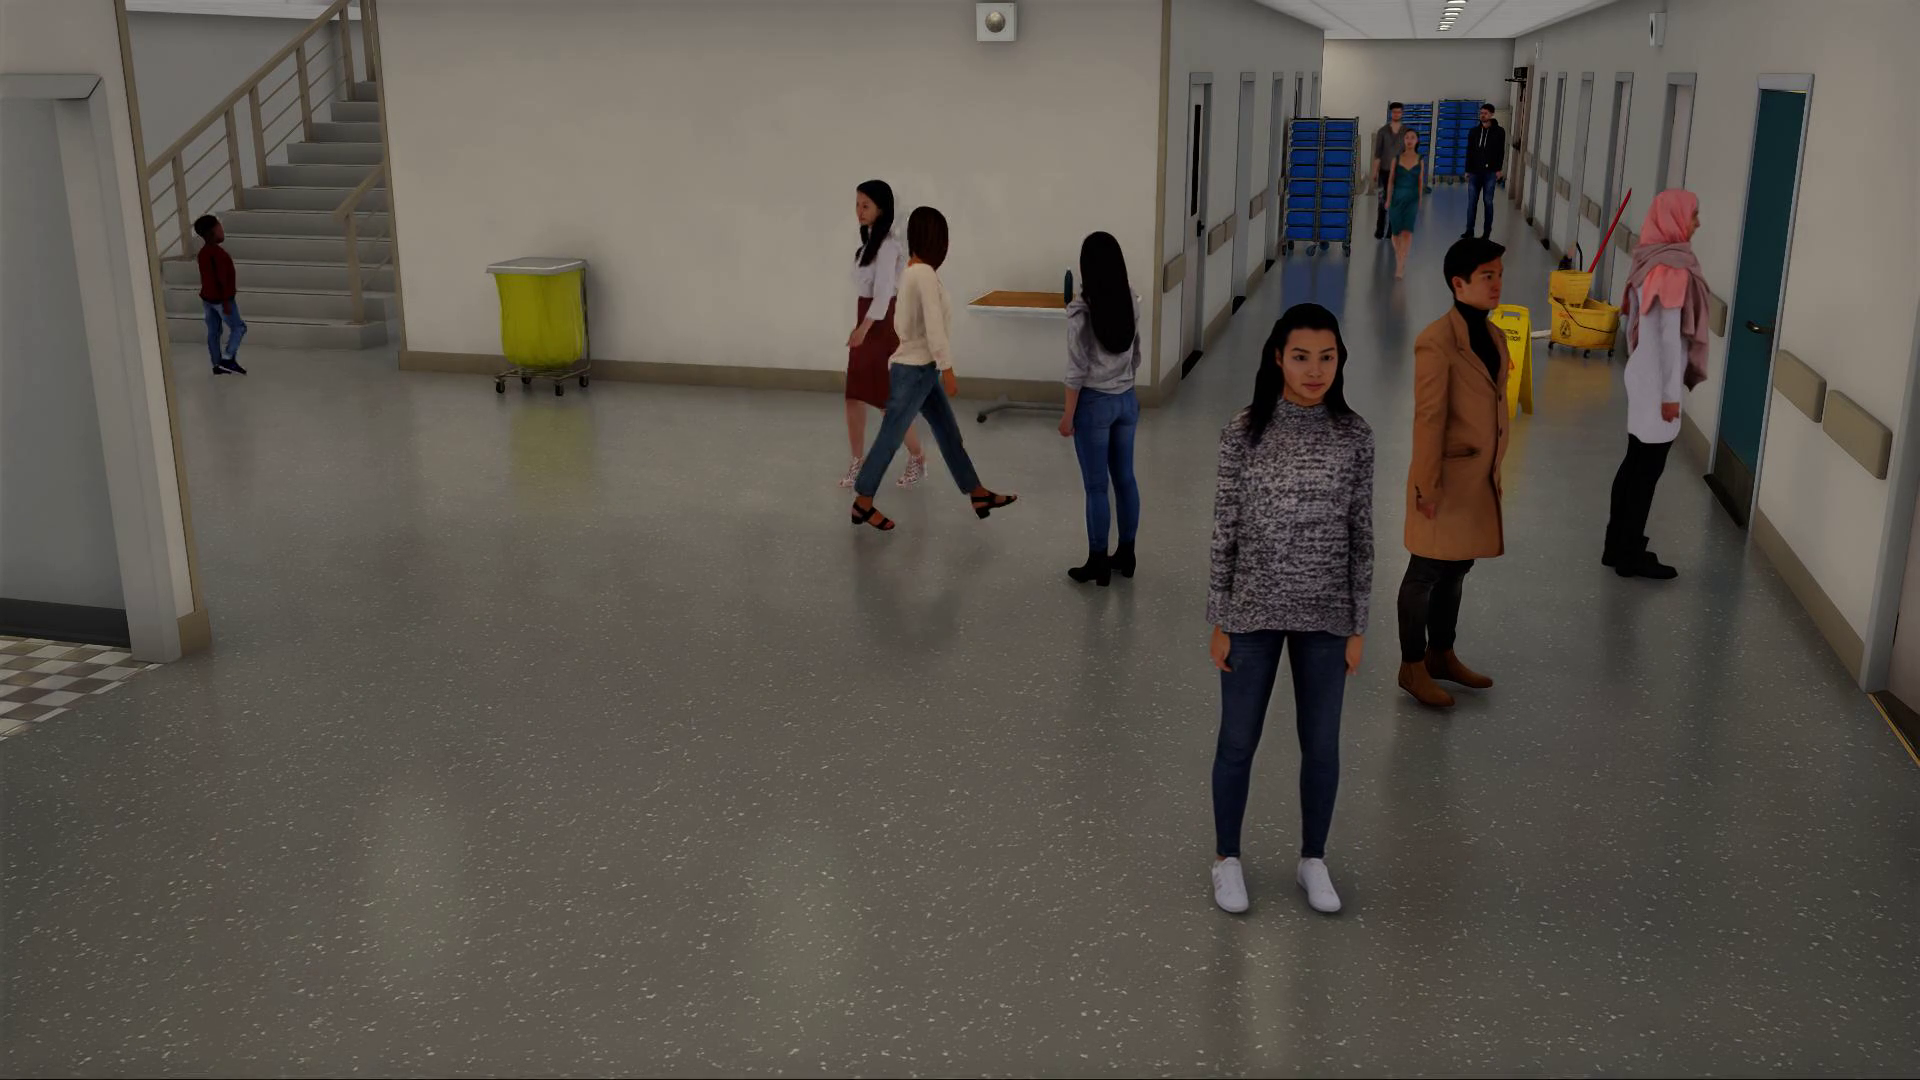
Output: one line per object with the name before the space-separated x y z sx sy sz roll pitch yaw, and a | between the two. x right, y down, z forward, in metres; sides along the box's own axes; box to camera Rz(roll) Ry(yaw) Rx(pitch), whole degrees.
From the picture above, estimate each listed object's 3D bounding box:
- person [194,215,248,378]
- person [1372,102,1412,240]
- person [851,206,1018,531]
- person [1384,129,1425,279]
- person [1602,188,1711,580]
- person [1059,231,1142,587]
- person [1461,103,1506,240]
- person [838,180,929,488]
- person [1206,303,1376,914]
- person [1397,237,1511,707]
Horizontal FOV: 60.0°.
person | -5.800 -1.874 12.876 0.583 1.249 0.598 13 20 39
person | 6.110 -5.185 23.457 0.733 1.880 1.010 5 16 16
person | -0.308 -0.825 8.460 0.915 1.627 1.107 0 16 0
person | 5.105 -3.848 19.135 0.577 1.653 1.030 5 16 17
person | 3.248 -0.726 7.785 0.734 1.803 0.579 1 16 5
person | 0.678 -0.606 7.676 0.632 1.630 0.734 -13 20 -39
person | 7.436 -5.227 23.591 0.741 1.890 0.678 10 18 31
person | -0.388 -1.103 9.264 0.897 1.725 0.847 -5 17 -19
person | 0.907 0.202 4.626 0.634 1.731 0.576 1 16 4
person | 1.843 -0.266 6.215 0.733 1.726 0.821 -14 21 -40
